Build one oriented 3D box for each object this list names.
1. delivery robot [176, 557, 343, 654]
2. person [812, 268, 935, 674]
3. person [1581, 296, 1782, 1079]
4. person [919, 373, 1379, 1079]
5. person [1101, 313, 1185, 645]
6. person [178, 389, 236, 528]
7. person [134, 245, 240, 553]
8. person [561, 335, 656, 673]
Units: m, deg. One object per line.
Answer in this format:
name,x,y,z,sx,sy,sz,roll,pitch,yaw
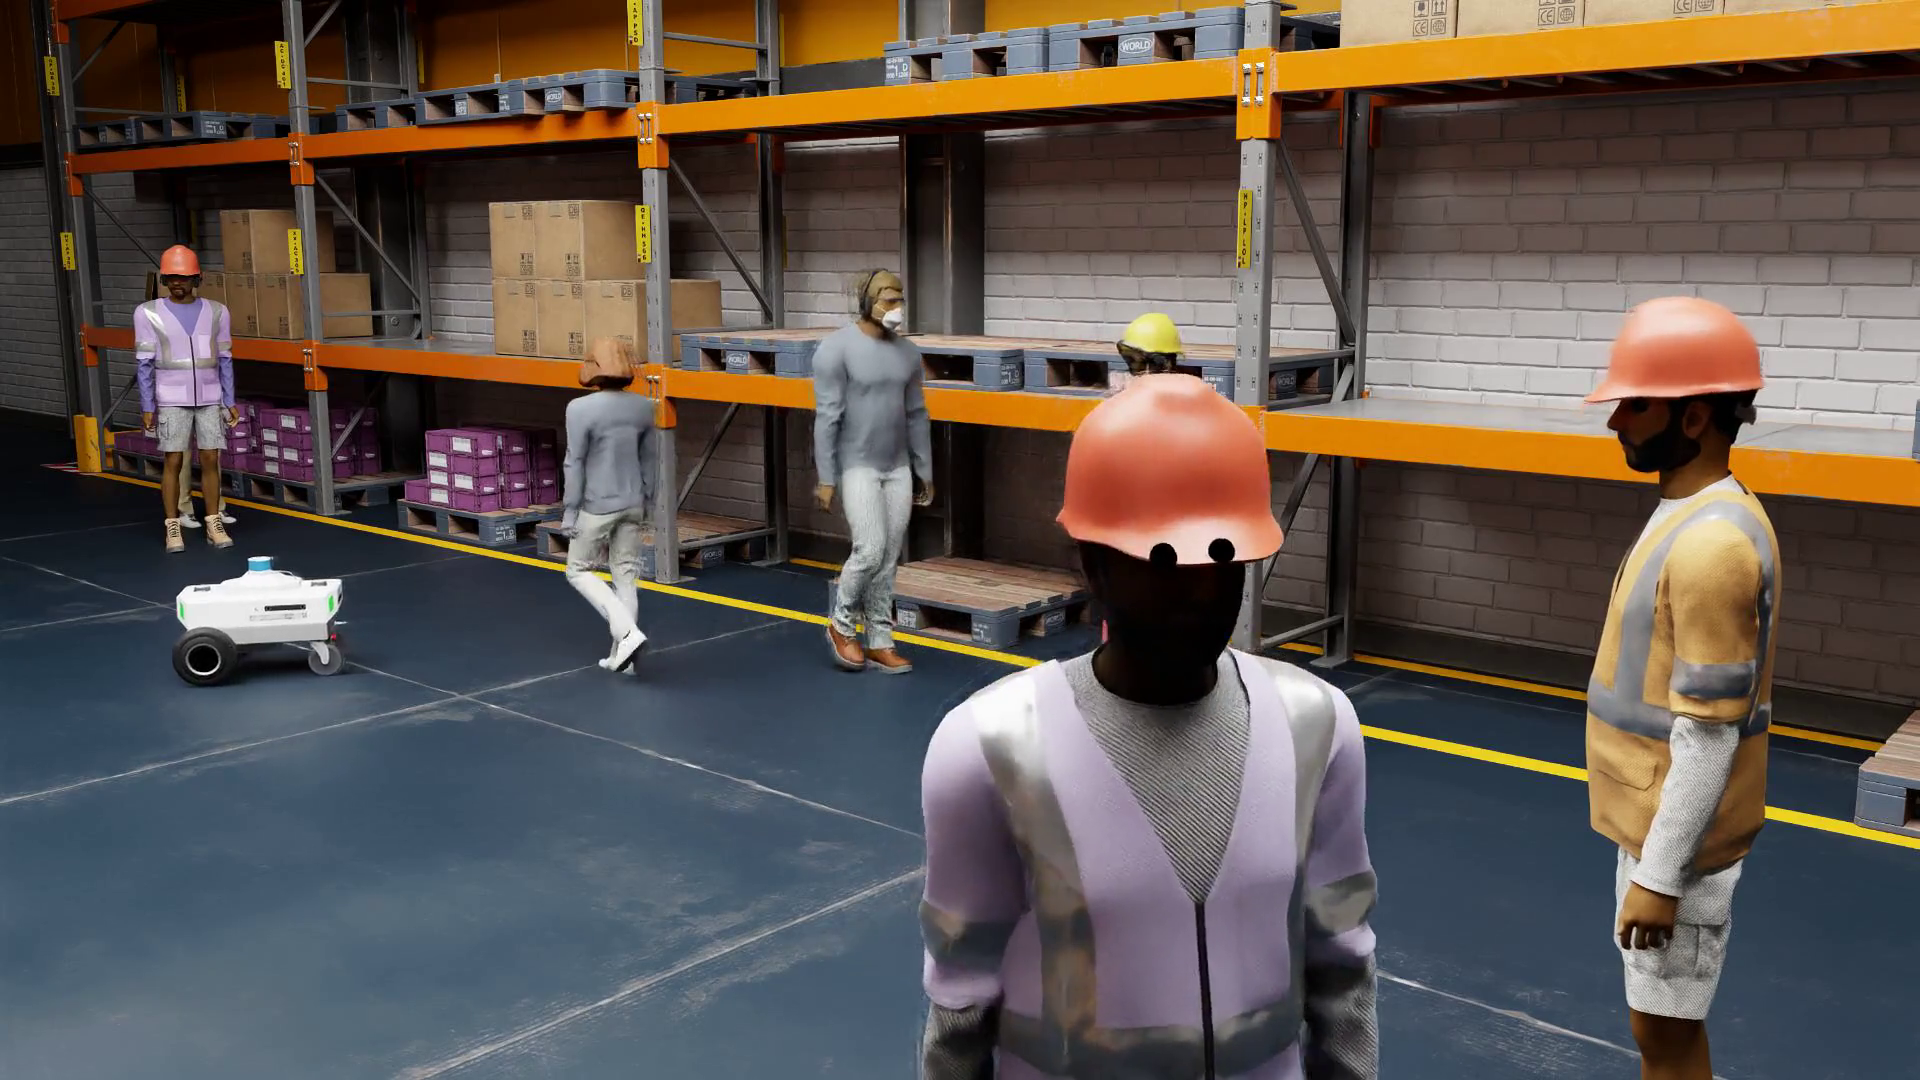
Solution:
delivery robot,-3.312,0.323,7.903,0.707,0.478,0.477,-3,10,-15
person,-0.388,-0.312,7.865,0.419,1.929,0.659,10,14,44
person,1.313,0.517,3.134,0.358,1.937,0.544,3,11,19
person,0.228,0.735,2.031,0.556,1.895,0.972,-3,10,-18
person,0.750,-0.021,6.685,0.311,1.769,0.522,-5,11,-28
person,-5.545,-0.906,12.117,0.295,1.634,0.504,7,12,34
person,-5.135,-0.935,11.101,0.615,2.039,0.387,-8,13,-39
person,-1.629,-0.144,7.794,0.402,1.620,0.525,8,13,38
